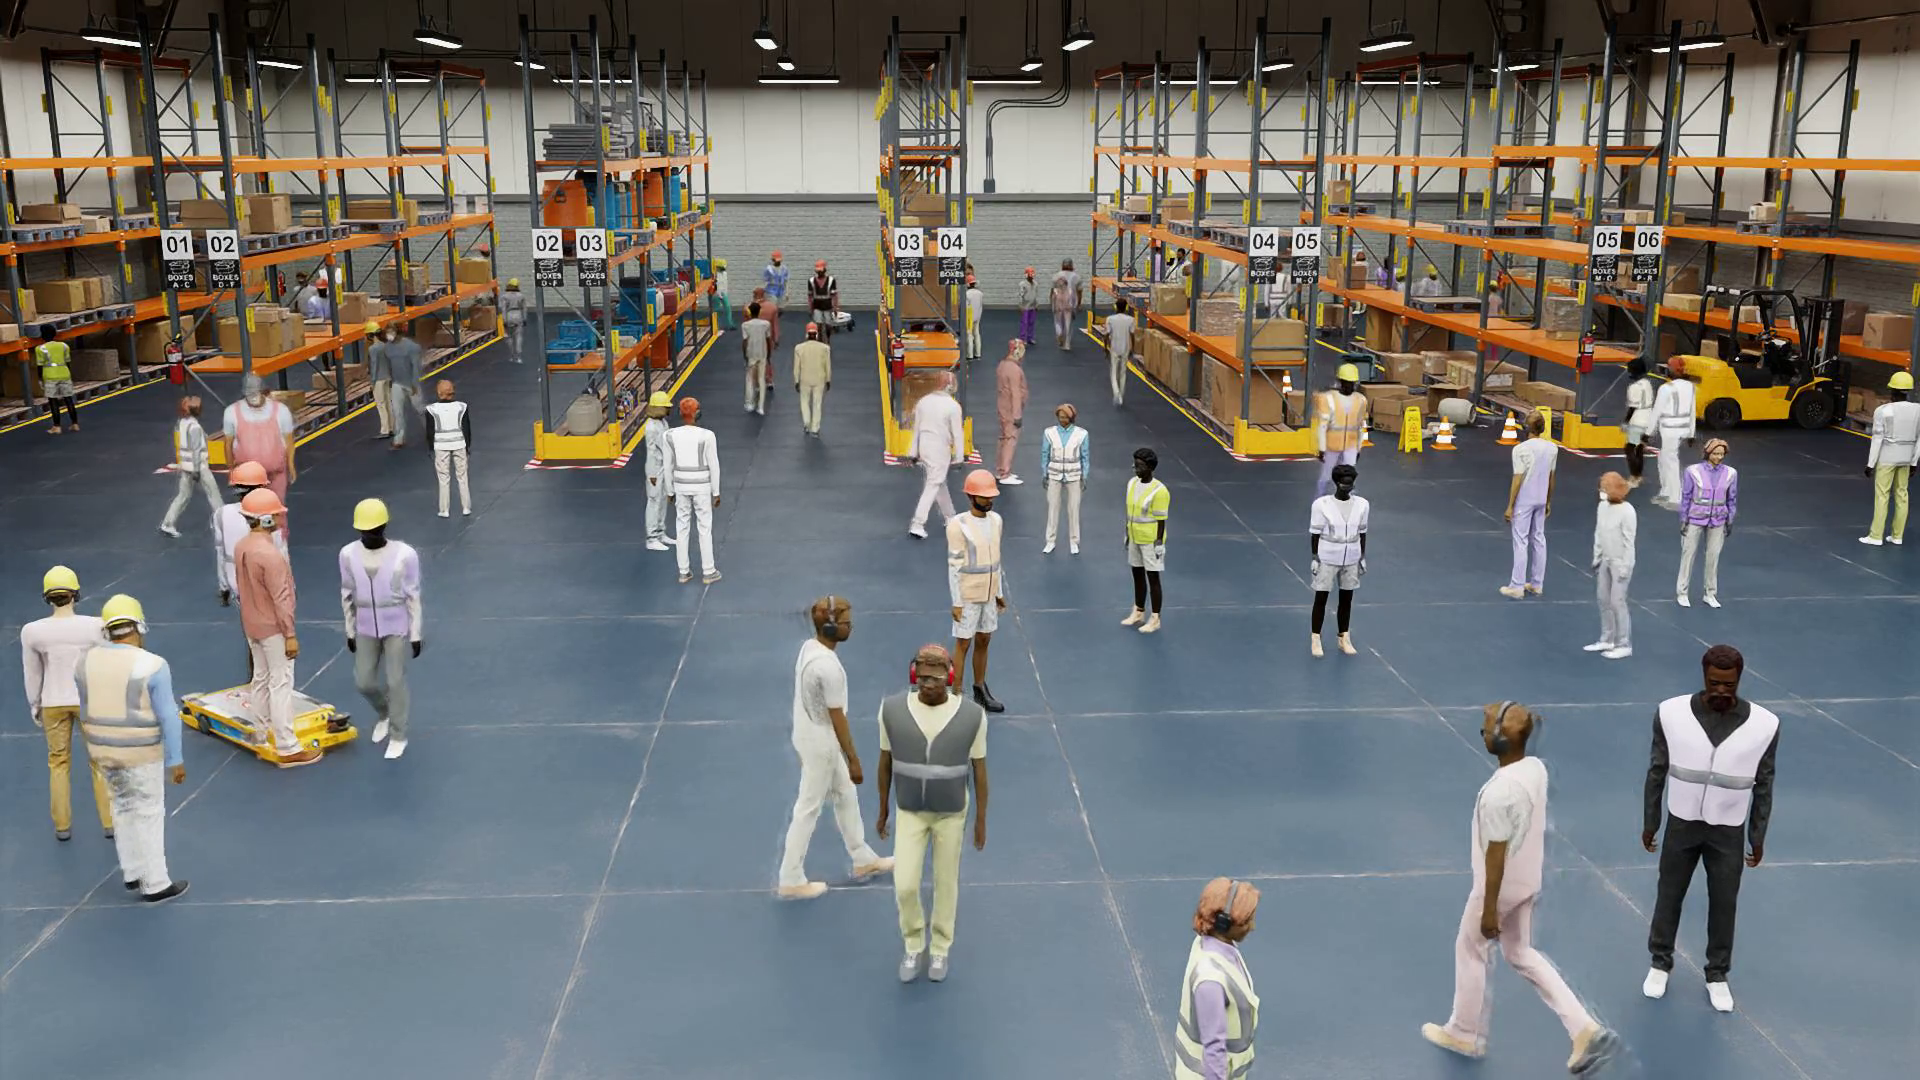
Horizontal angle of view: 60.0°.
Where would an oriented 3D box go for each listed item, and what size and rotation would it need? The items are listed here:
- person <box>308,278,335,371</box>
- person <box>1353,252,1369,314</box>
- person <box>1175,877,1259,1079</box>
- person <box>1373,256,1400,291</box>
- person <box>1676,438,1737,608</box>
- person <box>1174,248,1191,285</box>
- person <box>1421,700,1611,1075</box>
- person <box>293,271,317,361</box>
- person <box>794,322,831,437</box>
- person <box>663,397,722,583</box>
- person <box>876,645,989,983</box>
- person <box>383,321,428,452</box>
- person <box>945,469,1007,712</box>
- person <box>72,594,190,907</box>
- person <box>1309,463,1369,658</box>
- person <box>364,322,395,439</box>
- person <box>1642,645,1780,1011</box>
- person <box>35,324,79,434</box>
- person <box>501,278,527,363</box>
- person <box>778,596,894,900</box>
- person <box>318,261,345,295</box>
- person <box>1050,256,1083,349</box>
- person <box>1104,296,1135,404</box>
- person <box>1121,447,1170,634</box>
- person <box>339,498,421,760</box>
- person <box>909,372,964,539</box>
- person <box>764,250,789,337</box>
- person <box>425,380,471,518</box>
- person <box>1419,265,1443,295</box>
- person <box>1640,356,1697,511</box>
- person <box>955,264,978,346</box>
[{"bbox_3d":[-11.964,-3.971,31.345,0.560,1.922,0.455,-5,14,-19],"label":"person"},{"bbox_3d":[10.556,-6.780,43.861,0.498,1.633,0.278,-8,15,-30],"label":"person"},{"bbox_3d":[0.975,2.065,6.378,0.311,1.640,0.513,2,13,9],"label":"person"},{"bbox_3d":[10.020,-5.751,39.086,0.643,1.836,0.431,2,13,7],"label":"person"},{"bbox_3d":[7.102,-0.162,15.834,0.514,1.634,0.313,1,13,4],"label":"person"},{"bbox_3d":[5.439,-6.188,40.743,0.386,1.918,0.590,-11,17,-38],"label":"person"},{"bbox_3d":[2.640,1.643,7.792,0.798,1.820,0.514,13,18,43],"label":"person"},{"bbox_3d":[-13.427,-4.618,34.253,0.555,1.847,0.476,0,13,0],"label":"person"},{"bbox_3d":[-2.240,-2.452,25.300,0.582,1.730,0.514,-2,13,-9],"label":"person"},{"bbox_3d":[-2.677,-0.495,16.703,0.573,1.883,0.356,2,13,10],"label":"person"},{"bbox_3d":[-0.148,1.432,8.635,0.595,1.831,0.530,1,13,3],"label":"person"},{"bbox_3d":[-8.084,-2.280,24.289,0.640,1.883,1.053,2,14,10],"label":"person"},{"bbox_3d":[0.145,0.410,12.747,0.542,1.939,0.363,-13,18,-43],"label":"person"},{"bbox_3d":[-4.773,1.217,9.629,0.642,1.806,0.454,2,14,10],"label":"person"},{"bbox_3d":[3.246,0.171,14.283,0.532,1.695,0.319,-2,14,-10],"label":"person"},{"bbox_3d":[-8.768,-2.403,25.040,0.326,1.765,0.533,1,13,4],"label":"person"},{"bbox_3d":[3.793,1.436,8.471,0.592,1.910,0.379,5,14,22],"label":"person"},{"bbox_3d":[-13.859,-2.465,25.482,0.323,1.690,0.546,8,15,30],"label":"person"},{"bbox_3d":[-9.104,-4.479,33.980,0.506,1.693,0.883,-4,14,-17],"label":"person"},{"bbox_3d":[-0.688,1.202,9.665,0.883,1.804,0.525,-4,14,-16],"label":"person"},{"bbox_3d":[-14.648,-5.697,38.864,0.594,1.823,0.594,-6,15,-24],"label":"person"},{"bbox_3d":[2.322,-5.153,36.096,0.712,2.000,0.676,0,13,1],"label":"person"},{"bbox_3d":[2.717,-3.196,28.210,0.524,1.857,0.657,0,13,-1],"label":"person"},{"bbox_3d":[1.678,-0.004,15.037,0.320,1.694,0.534,-8,16,-31],"label":"person"},{"bbox_3d":[-4.132,0.626,11.909,0.587,1.910,0.434,0,13,2],"label":"person"},{"bbox_3d":[-0.266,-0.956,18.757,1.021,1.857,0.688,-11,17,-40],"label":"person"},{"bbox_3d":[-4.313,-5.741,38.629,0.620,2.022,0.723,-10,16,-36],"label":"person"},{"bbox_3d":[-6.038,-1.076,19.684,0.519,1.640,0.307,-7,15,-27],"label":"person"},{"bbox_3d":[10.413,-5.136,36.531,0.625,1.799,0.577,10,16,35],"label":"person"},{"bbox_3d":[8.562,-1.295,20.134,0.570,1.859,0.648,-8,16,-32],"label":"person"},{"bbox_3d":[0.105,-5.234,36.936,0.540,1.825,0.789,-4,14,-16],"label":"person"}]
